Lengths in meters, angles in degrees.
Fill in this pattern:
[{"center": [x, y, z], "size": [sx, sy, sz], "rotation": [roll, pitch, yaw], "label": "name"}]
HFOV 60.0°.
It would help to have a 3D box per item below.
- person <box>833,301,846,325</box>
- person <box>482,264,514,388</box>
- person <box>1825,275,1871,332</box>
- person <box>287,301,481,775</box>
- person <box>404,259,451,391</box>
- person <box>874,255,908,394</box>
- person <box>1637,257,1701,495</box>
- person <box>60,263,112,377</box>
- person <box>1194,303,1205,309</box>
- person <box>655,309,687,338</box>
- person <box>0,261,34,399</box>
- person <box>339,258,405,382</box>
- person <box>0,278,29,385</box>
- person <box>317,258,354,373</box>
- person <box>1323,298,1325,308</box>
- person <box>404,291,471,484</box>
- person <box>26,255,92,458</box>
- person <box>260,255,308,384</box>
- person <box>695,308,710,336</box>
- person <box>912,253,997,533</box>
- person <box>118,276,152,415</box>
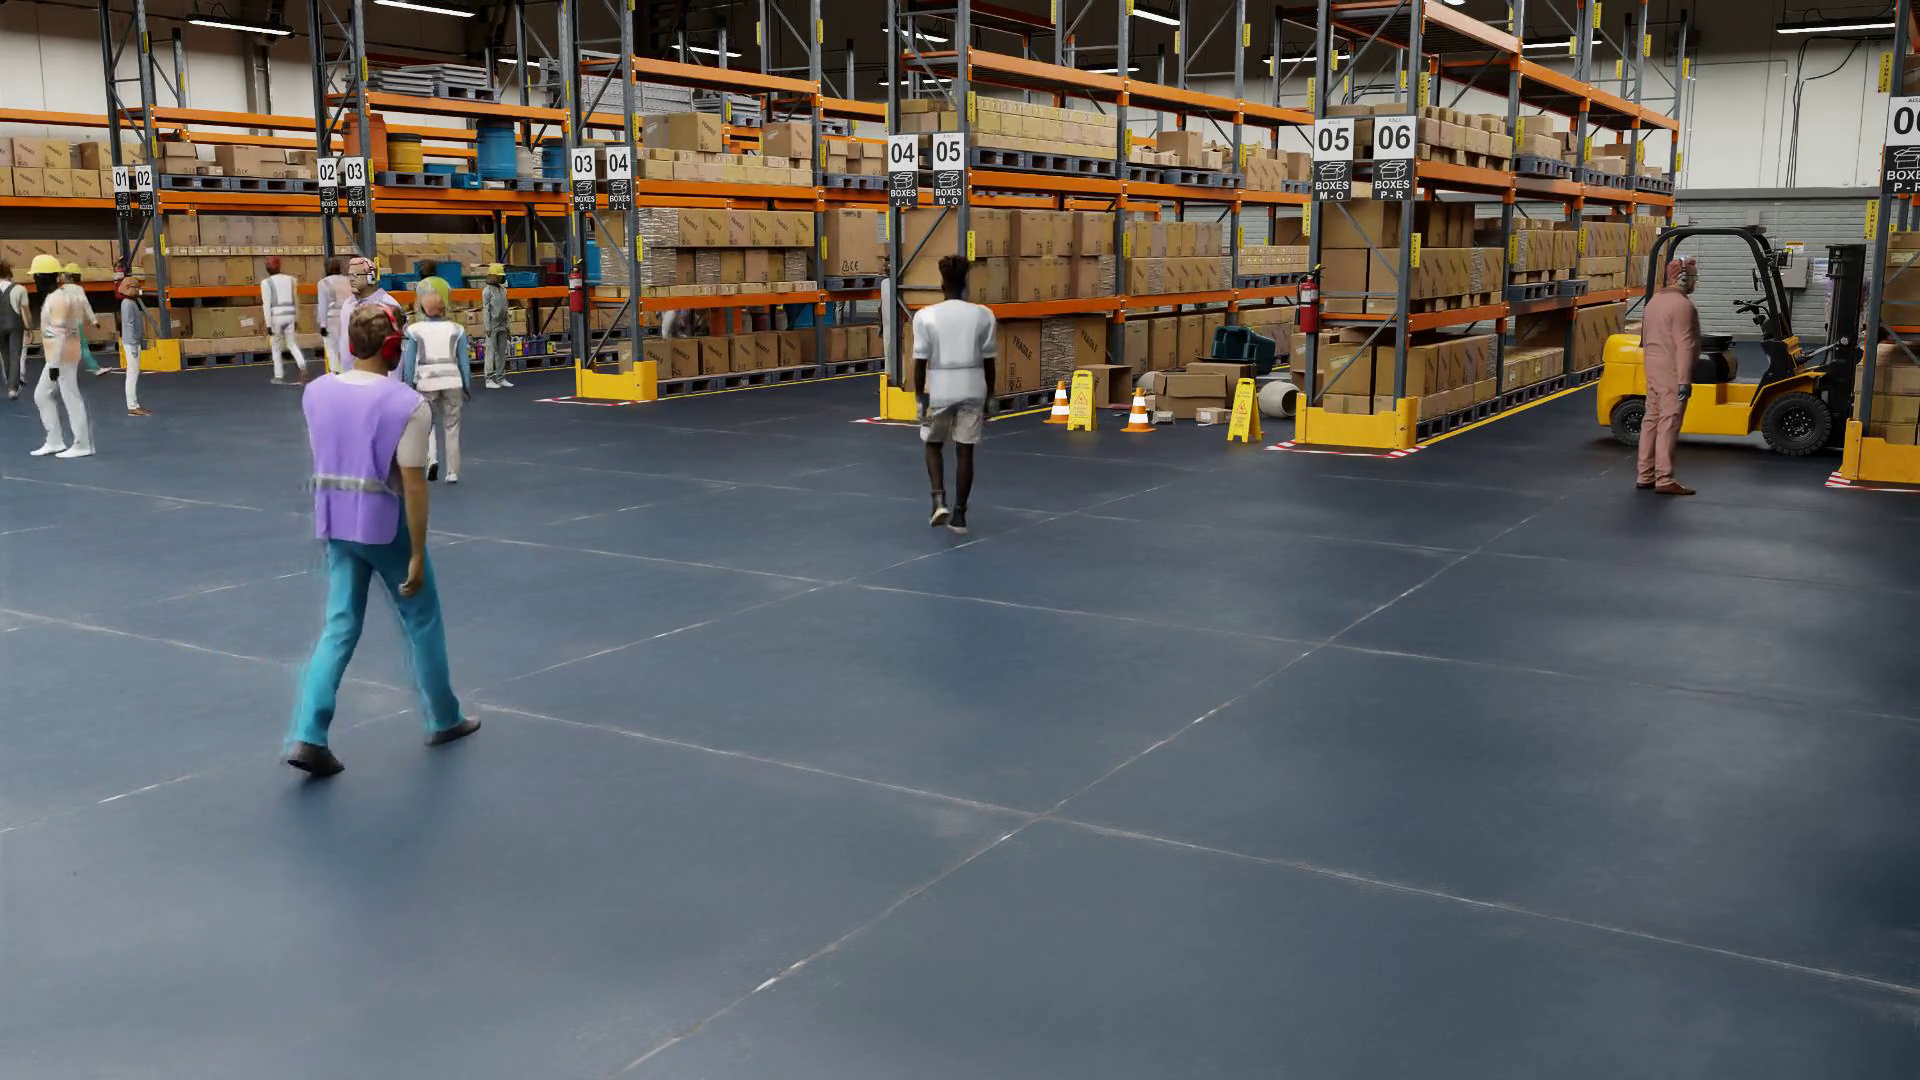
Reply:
[{"center": [-2.687, -5.405, 36.266], "size": [0.628, 1.935, 0.373], "rotation": [8, 13, 38], "label": "person"}, {"center": [-6.485, -2.995, 23.331], "size": [0.355, 1.731, 0.480], "rotation": [4, 11, 22], "label": "person"}, {"center": [12.734, -3.184, 23.874], "size": [0.588, 1.918, 0.398], "rotation": [1, 10, 7], "label": "person"}, {"center": [-2.268, -0.016, 6.432], "size": [0.583, 1.811, 0.904], "rotation": [3, 10, 14], "label": "person"}, {"center": [-7.149, -2.845, 22.298], "size": [0.914, 1.803, 0.632], "rotation": [5, 11, 26], "label": "person"}, {"center": [-0.907, -2.868, 22.235], "size": [0.507, 1.872, 0.329], "rotation": [8, 13, 38], "label": "person"}, {"center": [5.782, -1.326, 13.494], "size": [0.399, 1.907, 0.644], "rotation": [0, 10, -2], "label": "person"}, {"center": [-13.076, -3.237, 24.716], "size": [0.525, 1.721, 0.908], "rotation": [7, 12, 35], "label": "person"}, {"center": [5.449, -5.563, 37.080], "size": [0.936, 1.961, 0.621], "rotation": [8, 13, 38], "label": "person"}, {"center": [-4.613, -3.707, 26.872], "size": [0.967, 1.911, 0.635], "rotation": [-9, 13, -41], "label": "person"}, {"center": [-12.417, -2.739, 21.723], "size": [0.530, 1.802, 0.981], "rotation": [-4, 11, -21], "label": "person"}, {"center": [-4.724, -1.288, 13.283], "size": [0.639, 1.908, 0.409], "rotation": [5, 11, 28], "label": "person"}, {"center": [-13.578, -3.011, 23.723], "size": [0.533, 1.645, 0.421], "rotation": [-3, 10, -14], "label": "person"}, {"center": [-8.692, -3.038, 23.325], "size": [0.604, 1.827, 0.630], "rotation": [6, 12, 30], "label": "person"}, {"center": [7.394, -4.842, 33.440], "size": [0.877, 1.825, 0.563], "rotation": [-4, 11, -24], "label": "person"}, {"center": [-4.385, -1.276, 13.996], "size": [0.538, 1.623, 0.367], "rotation": [-4, 11, -21], "label": "person"}, {"center": [-8.554, -1.705, 15.594], "size": [0.650, 1.908, 0.612], "rotation": [-7, 12, -34], "label": "person"}, {"center": [-9.677, -3.142, 23.797], "size": [0.749, 1.862, 0.575], "rotation": [8, 13, 38], "label": "person"}, {"center": [-5.653, -5.308, 35.819], "size": [0.576, 1.893, 0.935], "rotation": [4, 11, 23], "label": "person"}, {"center": [-0.036, -1.020, 11.660], "size": [0.613, 1.950, 0.422], "rotation": [-1, 10, -6], "label": "person"}, {"center": [-9.758, -2.290, 19.654], "size": [0.269, 1.632, 0.504], "rotation": [-4, 11, -22], "label": "person"}]
